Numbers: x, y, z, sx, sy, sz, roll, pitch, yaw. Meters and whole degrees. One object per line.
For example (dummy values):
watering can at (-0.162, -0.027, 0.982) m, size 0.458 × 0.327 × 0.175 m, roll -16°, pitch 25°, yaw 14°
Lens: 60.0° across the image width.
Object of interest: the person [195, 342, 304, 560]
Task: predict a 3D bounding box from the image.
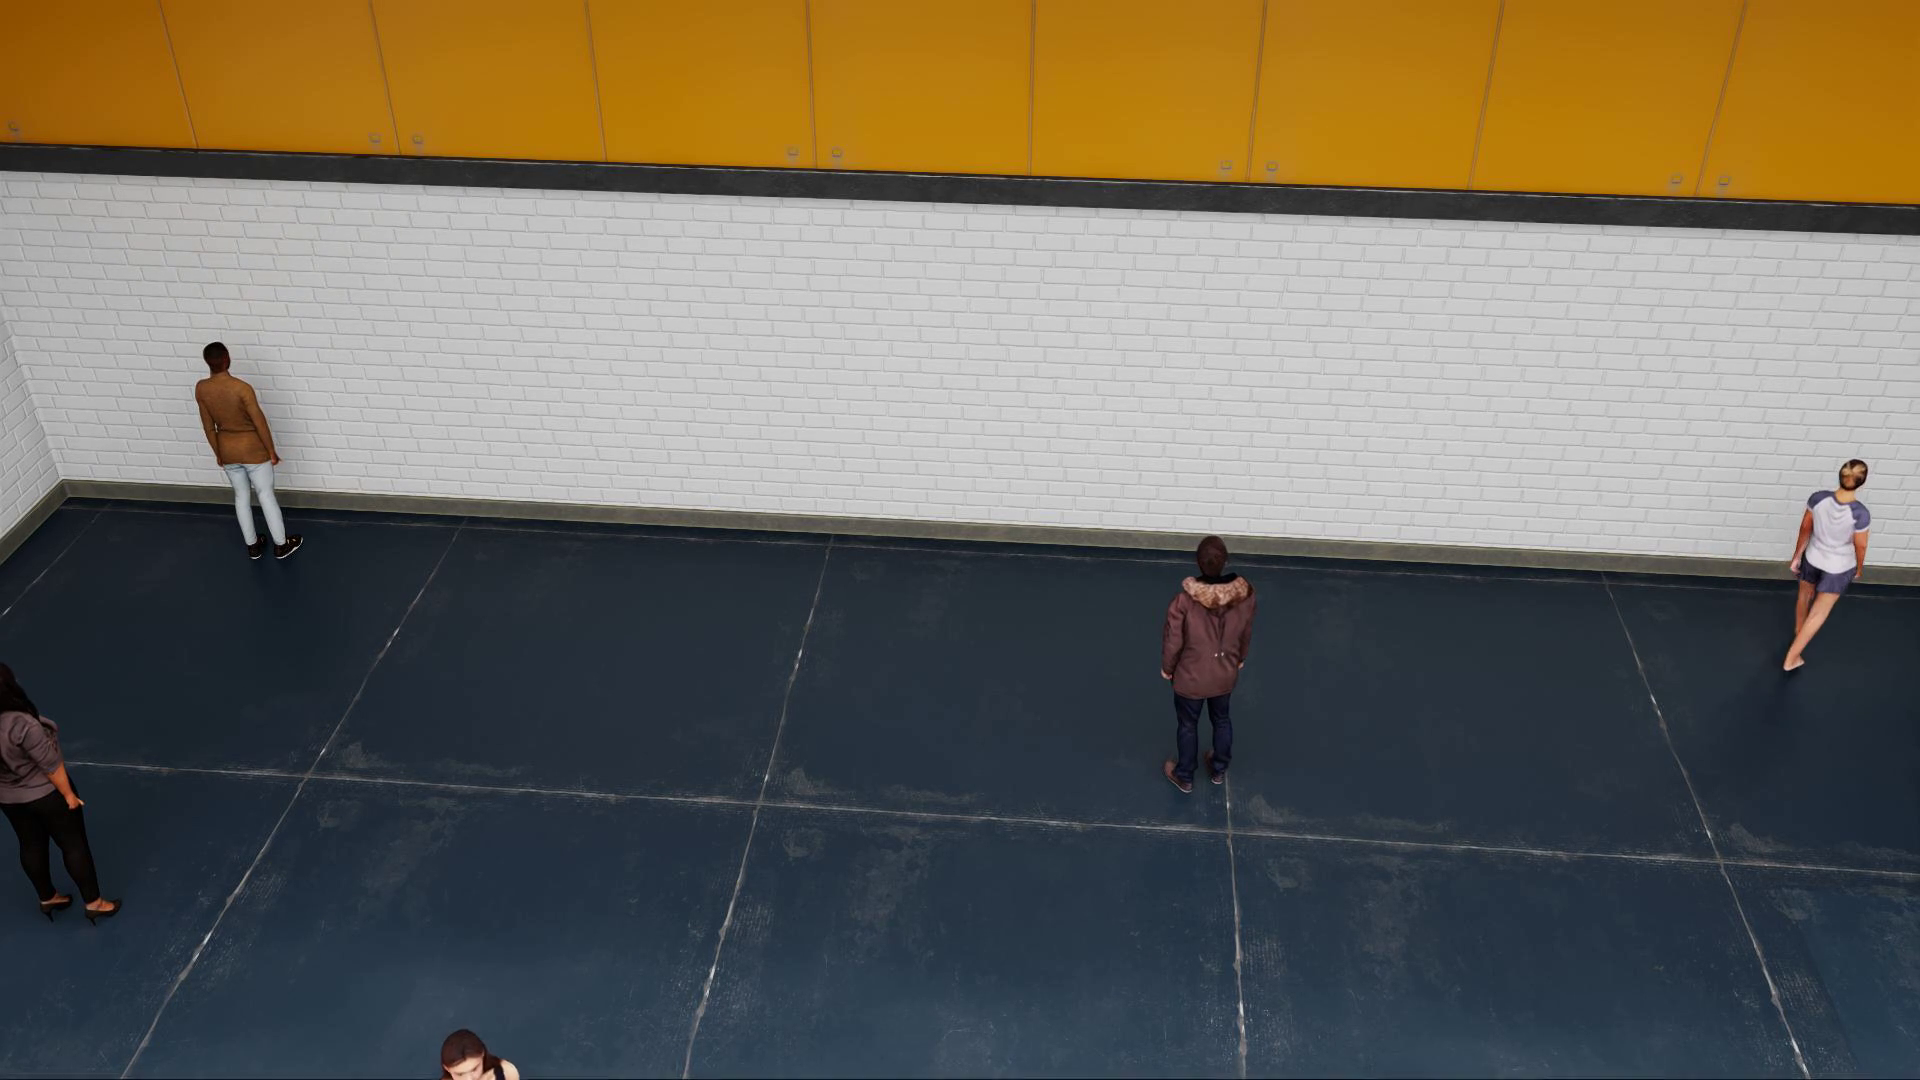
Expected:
person at (-5.430, -0.668, 12.593) m, size 0.641 × 1.816 × 0.534 m, roll 2°, pitch 34°, yaw 3°

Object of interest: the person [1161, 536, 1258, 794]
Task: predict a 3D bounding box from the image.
person at (1.536, 0.788, 10.375) m, size 0.840 × 1.846 × 0.801 m, roll -9°, pitch 35°, yaw -13°

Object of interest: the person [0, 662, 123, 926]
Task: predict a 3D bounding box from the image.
person at (-5.224, 1.449, 9.387) m, size 0.665 × 1.840 × 0.607 m, roll 5°, pitch 34°, yaw 8°

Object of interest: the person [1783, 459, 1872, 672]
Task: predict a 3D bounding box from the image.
person at (5.962, 0.205, 11.482) m, size 0.973 × 1.591 × 0.937 m, roll -23°, pitch 40°, yaw -31°

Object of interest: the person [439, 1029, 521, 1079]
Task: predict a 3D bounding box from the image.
person at (-2.160, 2.764, 7.556) m, size 0.862 × 1.675 × 0.957 m, roll -20°, pitch 38°, yaw -27°
